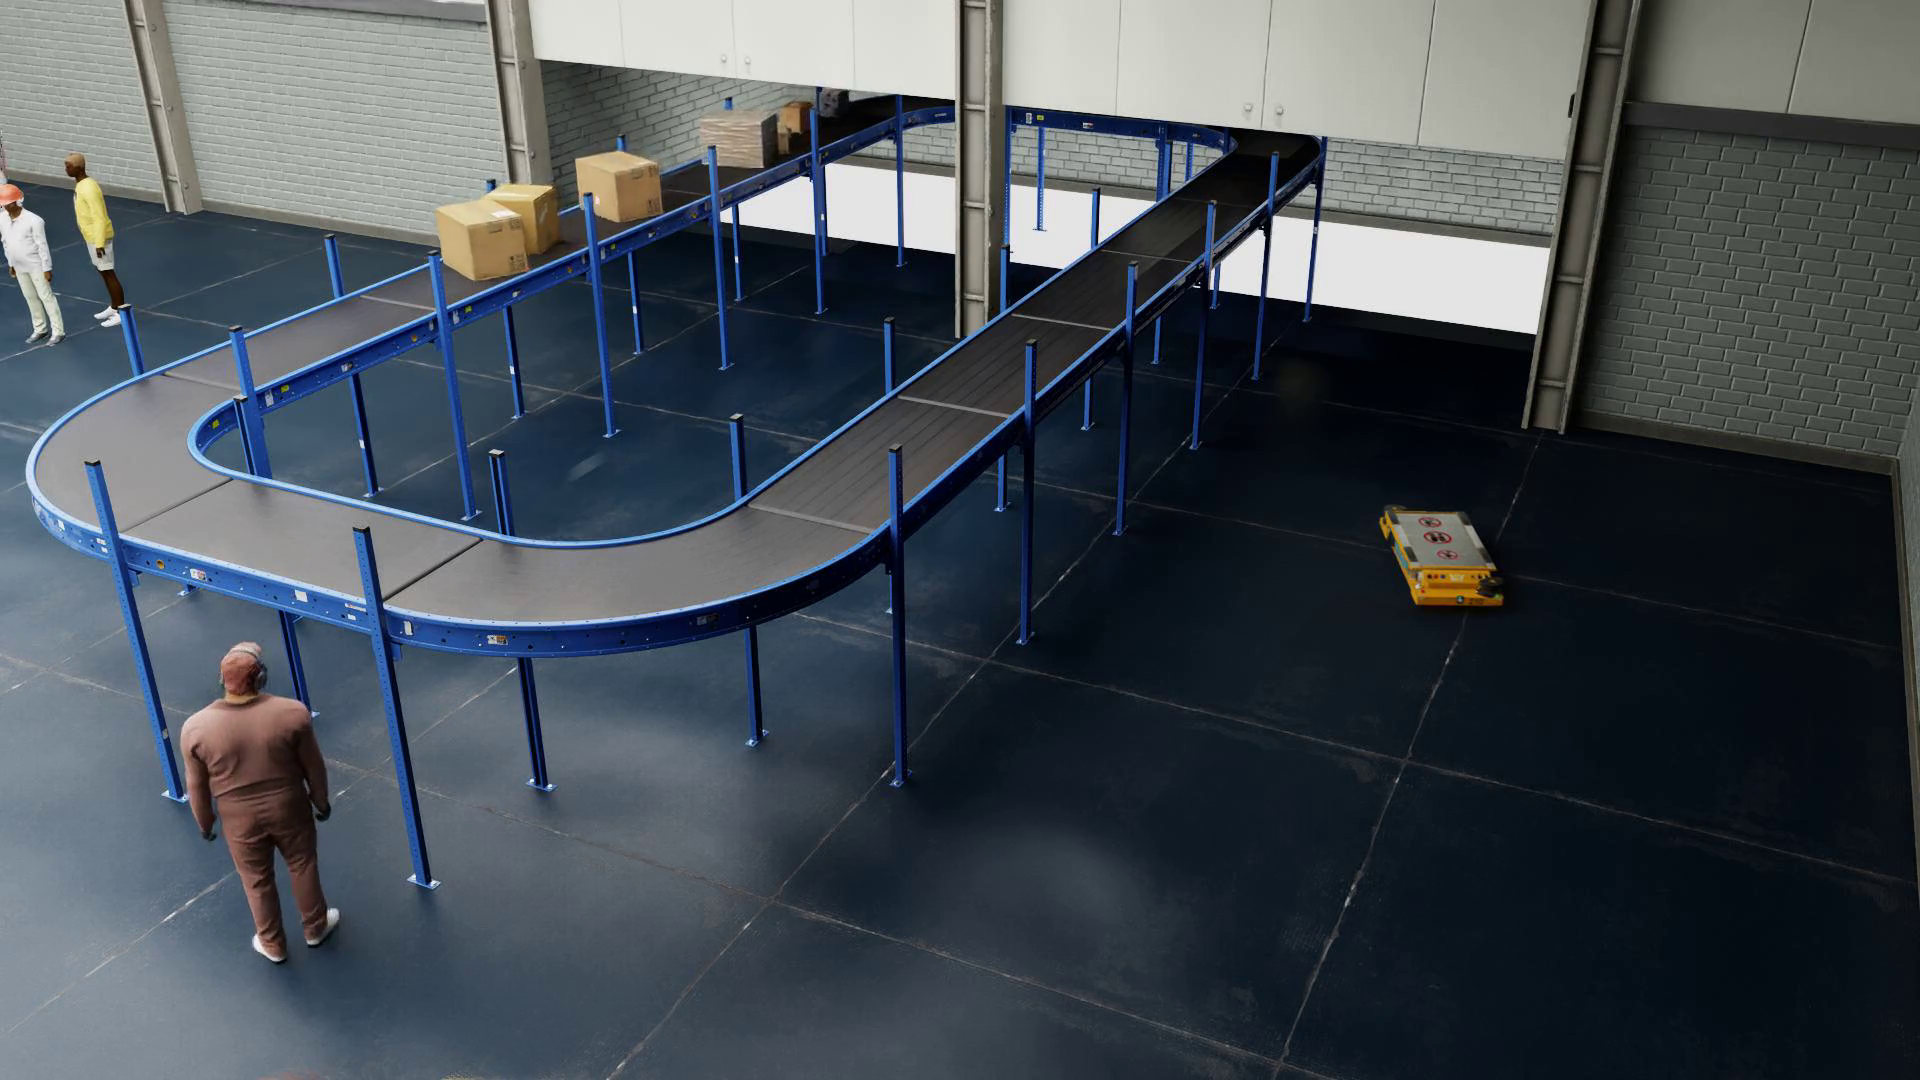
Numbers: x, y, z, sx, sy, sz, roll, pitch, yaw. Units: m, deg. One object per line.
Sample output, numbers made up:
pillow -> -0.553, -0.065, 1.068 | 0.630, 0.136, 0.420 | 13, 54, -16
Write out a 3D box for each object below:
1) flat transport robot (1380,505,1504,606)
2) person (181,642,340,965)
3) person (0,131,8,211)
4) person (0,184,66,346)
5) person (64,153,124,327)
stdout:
flat transport robot -> 3.817, 0.115, 13.244 | 0.659, 0.231, 1.431 | 1, 26, 1
person -> -3.684, 1.417, 8.803 | 0.684, 1.894, 0.398 | -11, 28, -21
person -> -12.285, -4.616, 20.957 | 0.972, 1.899, 0.638 | 22, 34, 37
person -> -9.940, -2.936, 17.734 | 0.561, 1.743, 0.347 | 8, 28, 16
person -> -9.510, -3.314, 18.320 | 0.364, 1.898, 0.559 | -17, 31, -30
